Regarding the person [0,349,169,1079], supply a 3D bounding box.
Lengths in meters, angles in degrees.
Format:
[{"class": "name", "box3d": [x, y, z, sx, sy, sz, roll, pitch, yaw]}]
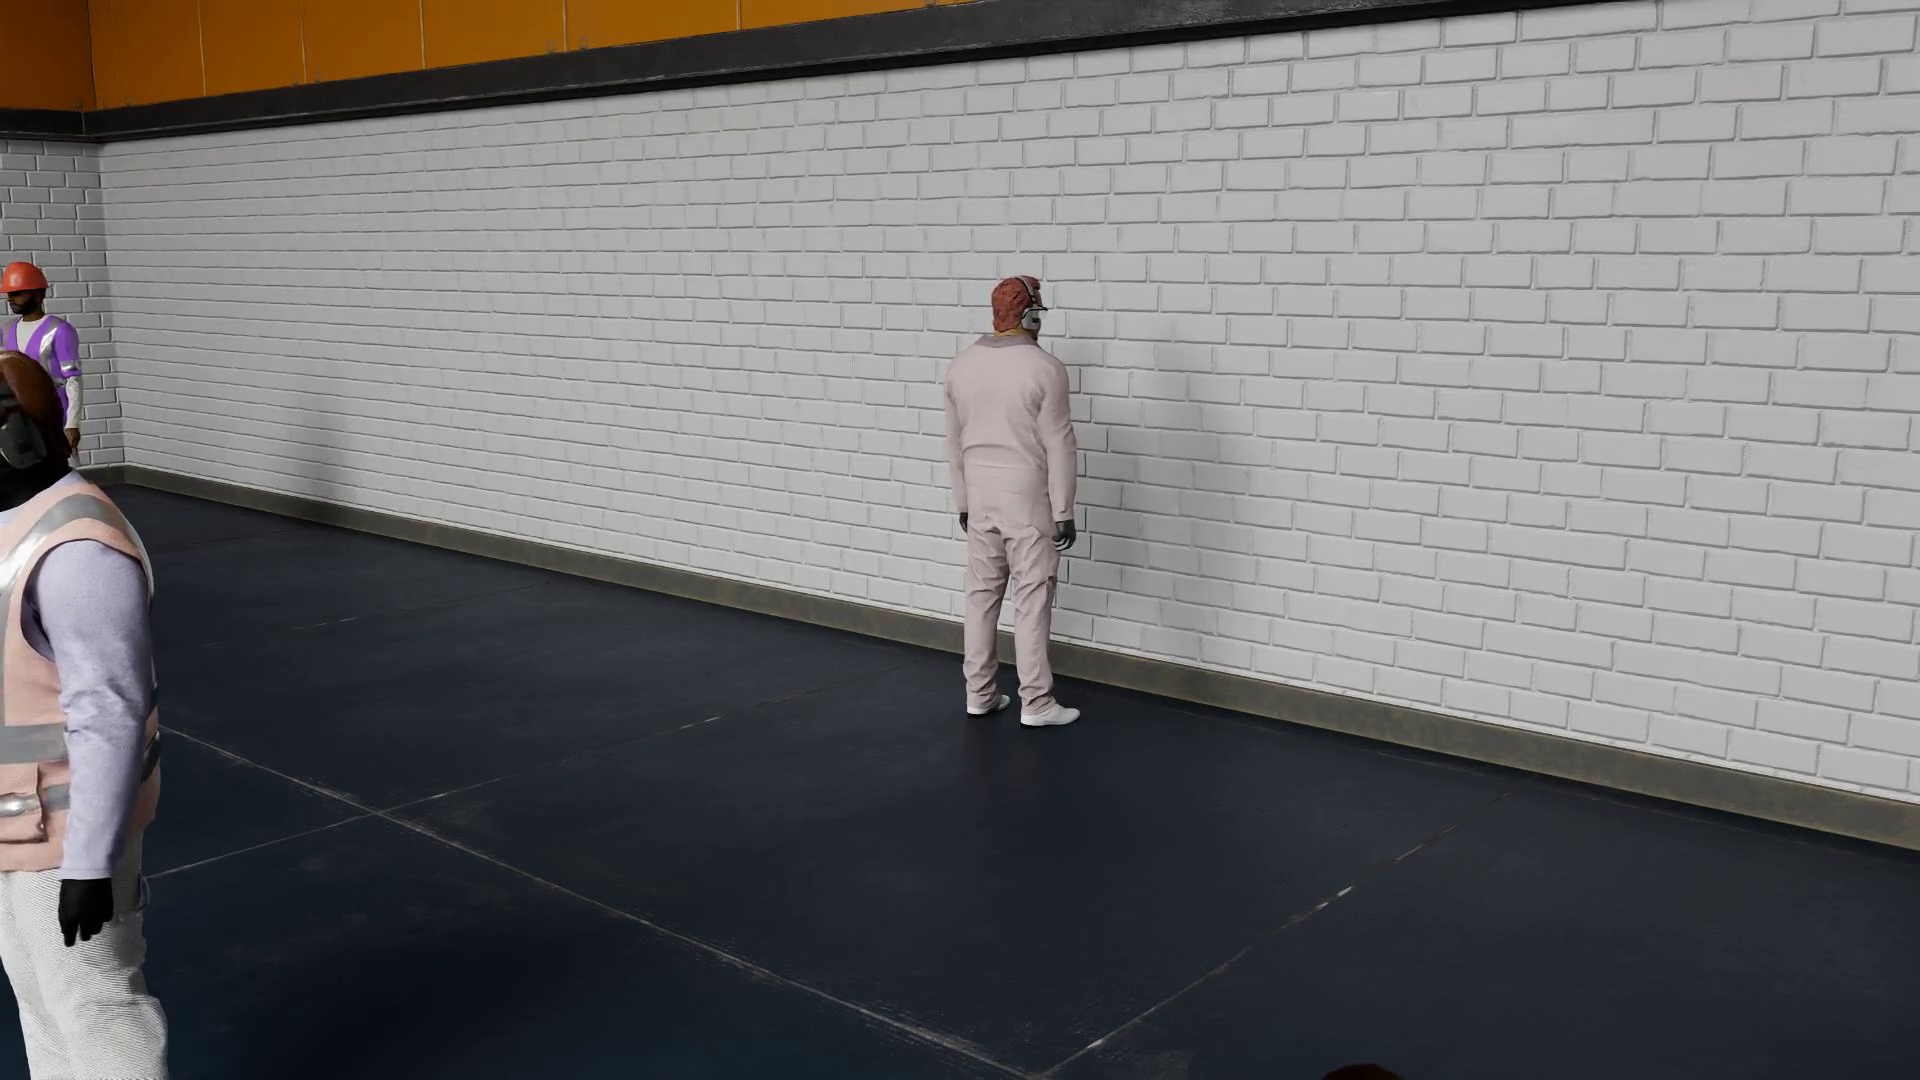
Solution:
[{"class": "person", "box3d": [-1.772, 0.555, 3.207, 0.622, 1.838, 0.429, 10, 14, 44]}]

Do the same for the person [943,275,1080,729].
[{"class": "person", "box3d": [0.242, -0.156, 7.050, 0.641, 1.908, 0.407, 8, 13, 38]}]

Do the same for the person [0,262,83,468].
[{"class": "person", "box3d": [-5.773, -0.766, 10.438, 0.550, 1.935, 0.376, 3, 10, 17]}]
